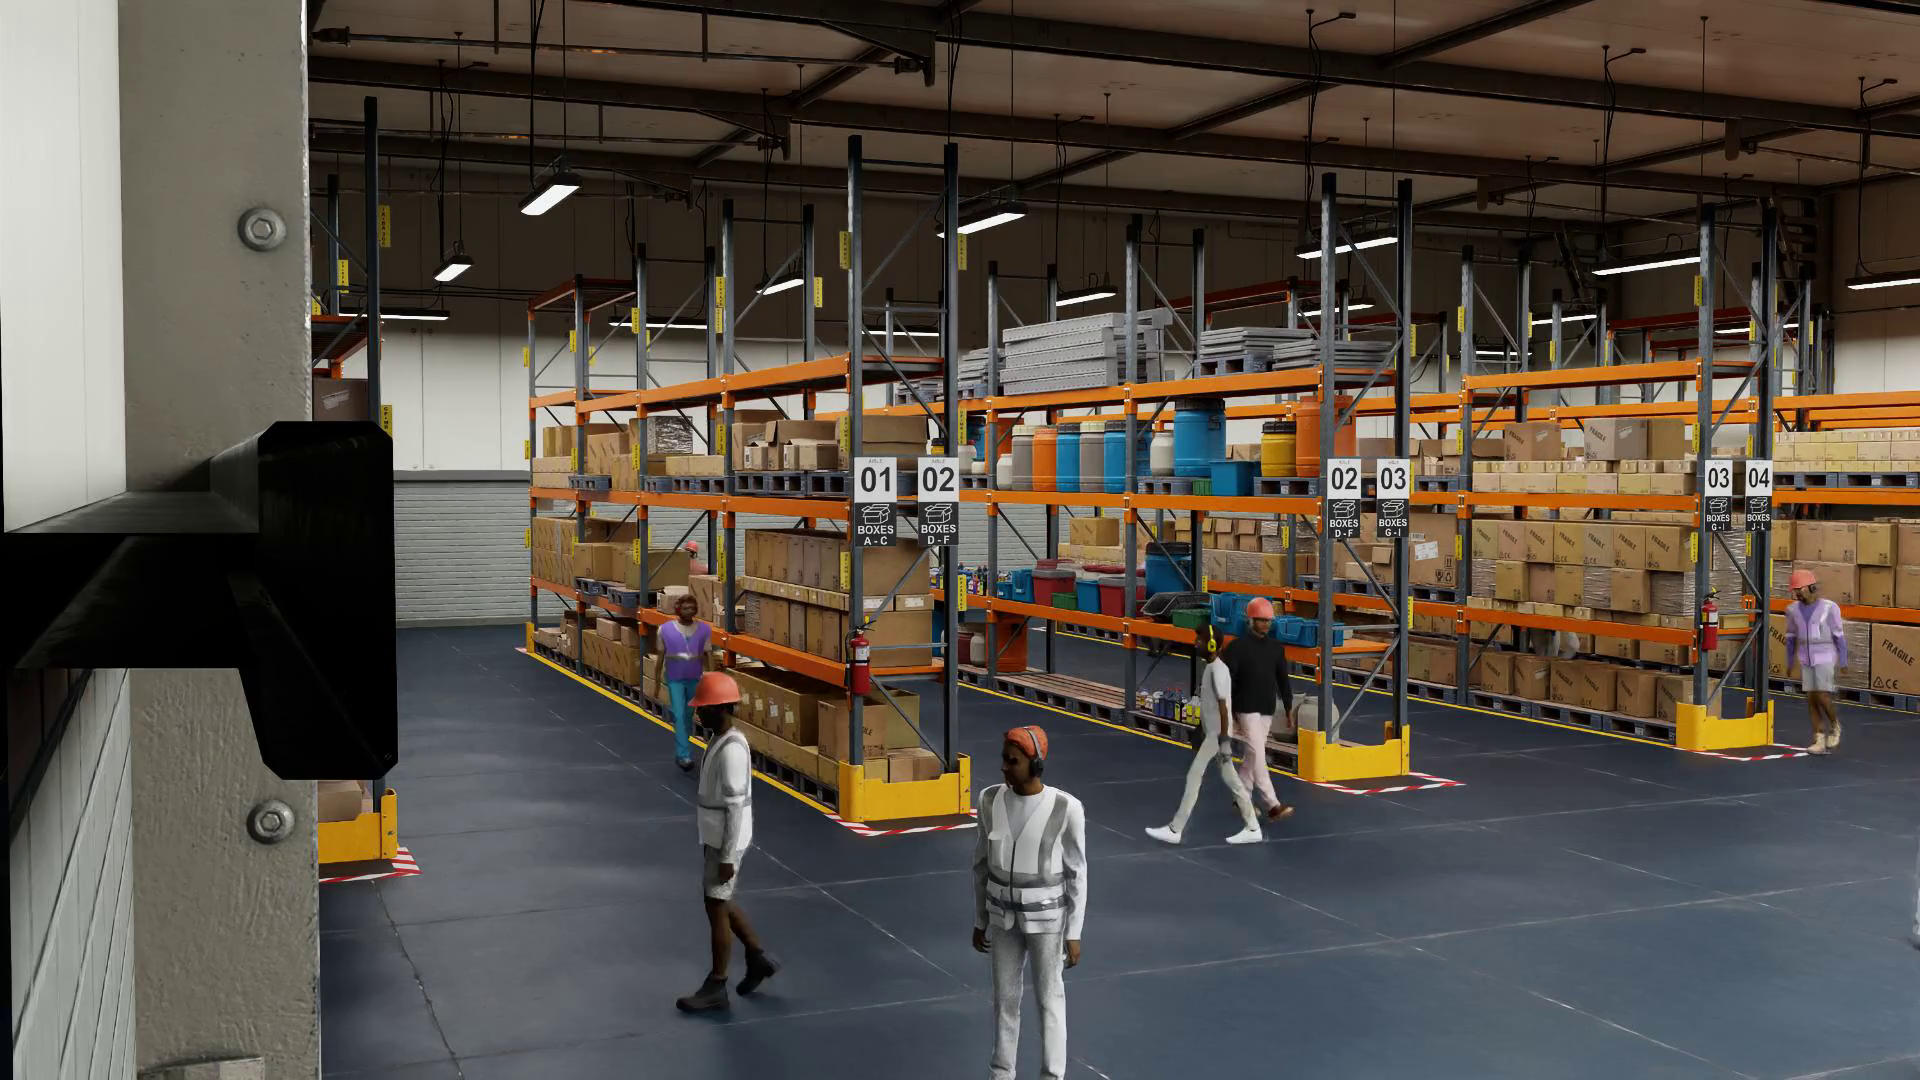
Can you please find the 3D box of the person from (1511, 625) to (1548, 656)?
[{"bbox_3d":[8.230,1.160,25.861,0.429,1.842,0.633,-2,3,-44],"label":"person"}]

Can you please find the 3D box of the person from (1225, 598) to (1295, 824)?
[{"bbox_3d":[2.690,1.492,15.694,0.647,1.950,0.962,-1,3,-31],"label":"person"}]

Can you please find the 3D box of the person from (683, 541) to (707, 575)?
[{"bbox_3d":[-4.339,1.001,28.489,0.645,1.956,0.826,-1,2,-21],"label":"person"}]

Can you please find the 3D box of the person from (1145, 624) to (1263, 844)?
[{"bbox_3d":[2.048,1.597,14.750,0.973,1.815,0.545,0,2,6],"label":"person"}]

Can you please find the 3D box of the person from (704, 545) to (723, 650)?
[{"bbox_3d":[-4.012,1.001,28.850,0.618,1.925,0.907,-2,3,-40],"label":"person"}]

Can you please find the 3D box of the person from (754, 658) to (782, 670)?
[{"bbox_3d":[-2.600,1.251,24.247,0.612,1.782,0.948,-1,2,-24],"label":"person"}]

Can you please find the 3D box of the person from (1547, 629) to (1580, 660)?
[{"bbox_3d":[8.555,1.138,25.474,0.627,1.905,0.507,-2,3,-37],"label":"person"}]

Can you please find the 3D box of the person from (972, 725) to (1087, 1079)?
[{"bbox_3d":[0.315,1.807,8.440,0.575,1.883,0.362,1,3,30],"label":"person"}]

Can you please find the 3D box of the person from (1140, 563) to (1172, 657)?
[{"bbox_3d":[3.261,0.980,29.547,0.587,1.916,0.629,-1,2,-26],"label":"person"}]

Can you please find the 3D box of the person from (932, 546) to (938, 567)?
[{"bbox_3d":[-0.388,0.759,34.499,0.406,1.986,0.617,1,2,25],"label":"person"}]

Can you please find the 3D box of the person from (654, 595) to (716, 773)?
[{"bbox_3d":[-2.777,1.467,18.322,0.590,1.795,0.946,-1,2,-25],"label":"person"}]

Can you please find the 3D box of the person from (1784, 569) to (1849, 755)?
[{"bbox_3d":[9.247,1.321,19.430,0.587,2.009,0.635,-1,3,-34],"label":"person"}]

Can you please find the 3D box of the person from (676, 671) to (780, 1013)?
[{"bbox_3d":[-1.351,1.714,10.326,0.523,1.938,0.568,-1,2,-15],"label":"person"}]

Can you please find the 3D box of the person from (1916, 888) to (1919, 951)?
[{"bbox_3d":[5.011,1.929,8.747,0.517,1.592,0.828,0,2,-7],"label":"person"}]
